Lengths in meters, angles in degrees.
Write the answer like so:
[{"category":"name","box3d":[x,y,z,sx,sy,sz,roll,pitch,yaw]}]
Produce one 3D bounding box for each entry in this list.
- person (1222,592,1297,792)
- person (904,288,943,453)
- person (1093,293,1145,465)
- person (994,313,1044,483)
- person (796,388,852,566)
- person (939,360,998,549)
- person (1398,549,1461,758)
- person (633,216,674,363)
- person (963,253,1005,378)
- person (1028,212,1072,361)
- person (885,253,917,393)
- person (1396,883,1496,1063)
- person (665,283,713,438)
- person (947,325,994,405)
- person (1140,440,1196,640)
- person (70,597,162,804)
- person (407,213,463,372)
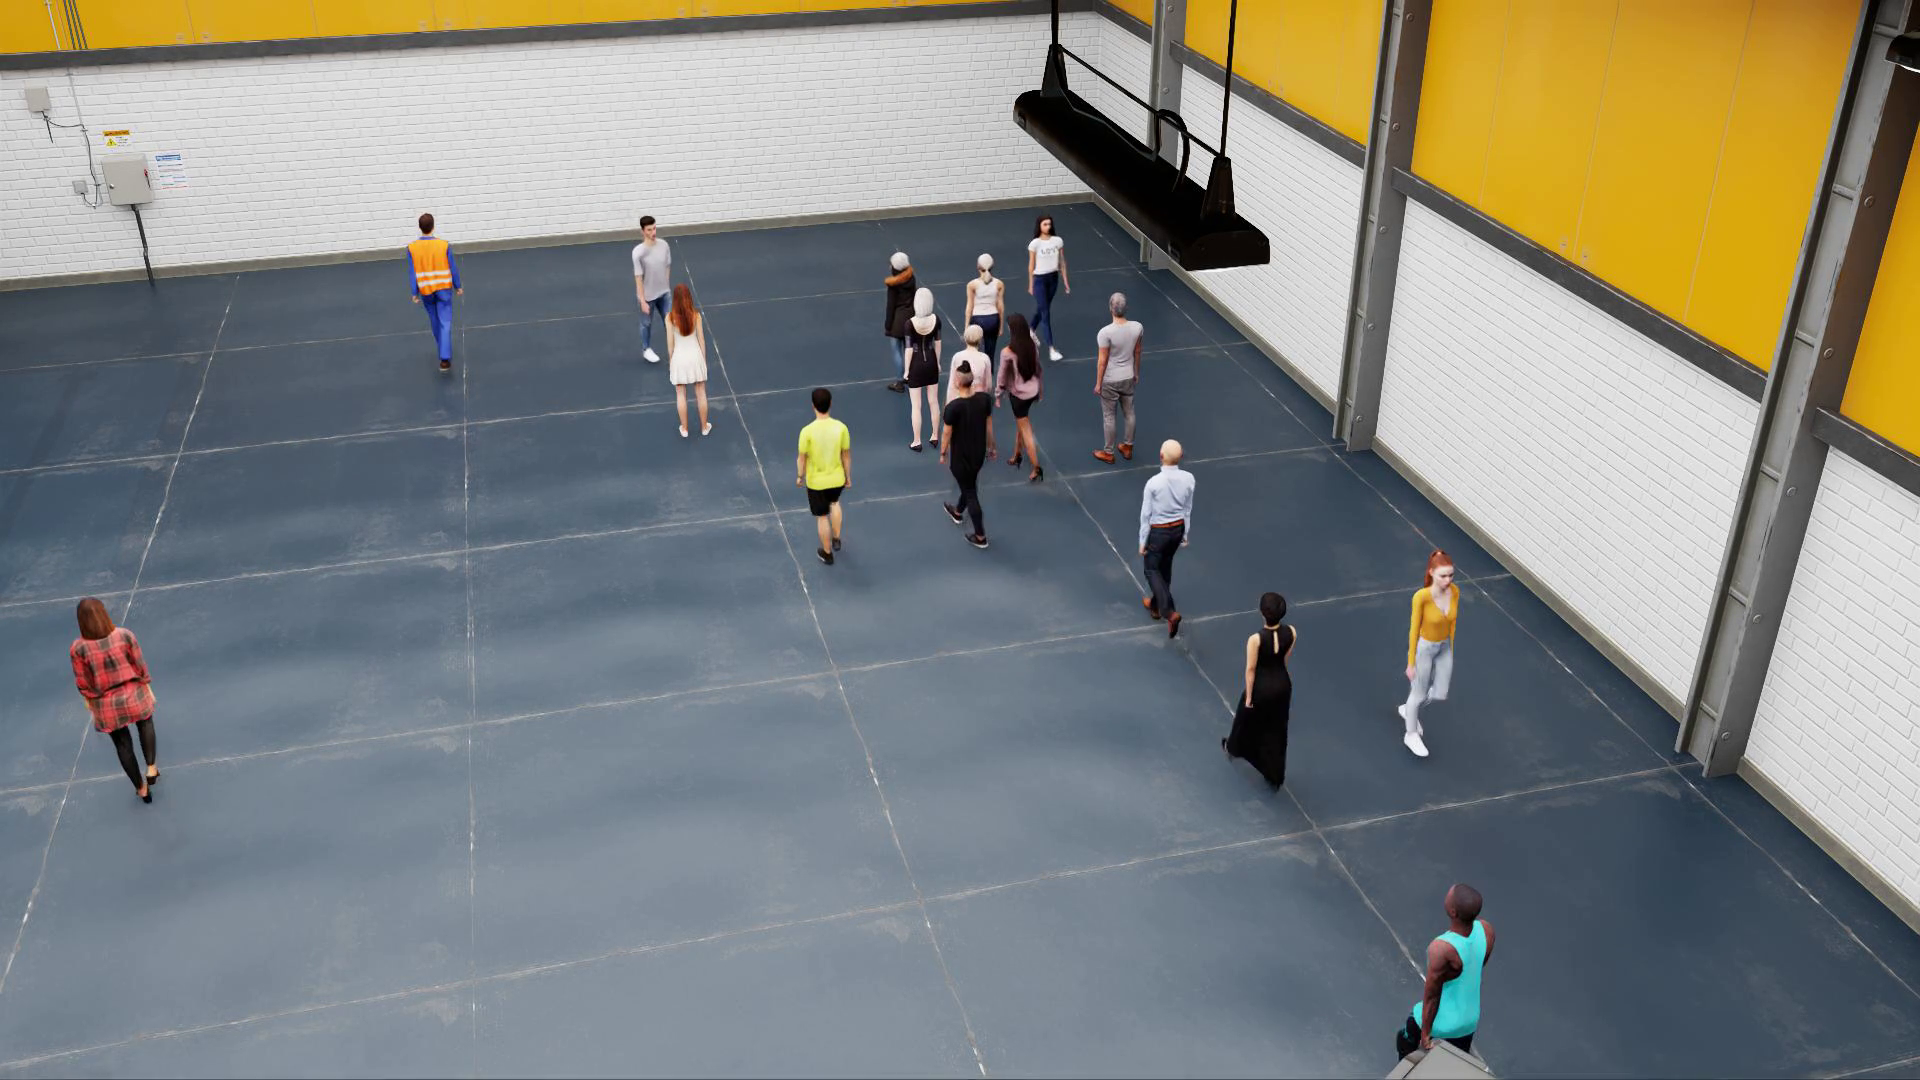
[{"category":"person","box3d":[2.320,1.163,12.330,0.623,1.572,0.917,-9,30,-16]},{"category":"person","box3d":[-0.386,-1.796,17.488,0.621,1.827,0.573,-14,31,-23]},{"category":"person","box3d":[1.645,-1.674,17.263,0.737,1.828,0.644,-14,32,-24]},{"category":"person","box3d":[0.694,-1.388,16.790,0.846,1.779,0.944,-21,35,-33]},{"category":"person","box3d":[-1.212,-0.547,15.337,0.664,1.693,0.689,-12,31,-21]},{"category":"person","box3d":[0.138,-0.780,15.614,0.971,1.837,1.155,-21,35,-33]},{"category":"person","box3d":[3.547,0.831,12.763,0.636,1.740,0.702,-11,31,-20]},{"category":"person","box3d":[-3.645,-2.932,19.551,0.993,1.845,1.215,-23,36,-36]},{"category":"person","box3d":[0.296,-2.340,18.631,0.656,1.687,0.648,-6,29,-10]},{"category":"person","box3d":[0.981,-3.070,19.923,0.808,1.731,1.198,-15,32,-25]},{"category":"person","box3d":[-0.655,-2.490,18.966,0.779,1.629,0.742,22,36,35]},{"category":"person","box3d":[2.783,2.717,9.249,0.636,1.794,0.746,-10,30,-18]},{"category":"person","box3d":[-2.928,-1.933,17.860,0.580,1.711,0.559,-4,29,-7]},{"category":"person","box3d":[0.082,-1.309,16.761,0.804,1.668,0.928,5,29,9]},{"category":"person","box3d":[1.780,0.007,14.239,0.688,1.773,1.065,-10,30,-17]},{"category":"person","box3d":[-6.114,1.208,12.127,0.705,1.687,0.713,-15,32,-25]},{"category":"person","box3d":[-6.119,-2.851,19.434,0.767,1.816,1.242,-6,29,-11]}]
